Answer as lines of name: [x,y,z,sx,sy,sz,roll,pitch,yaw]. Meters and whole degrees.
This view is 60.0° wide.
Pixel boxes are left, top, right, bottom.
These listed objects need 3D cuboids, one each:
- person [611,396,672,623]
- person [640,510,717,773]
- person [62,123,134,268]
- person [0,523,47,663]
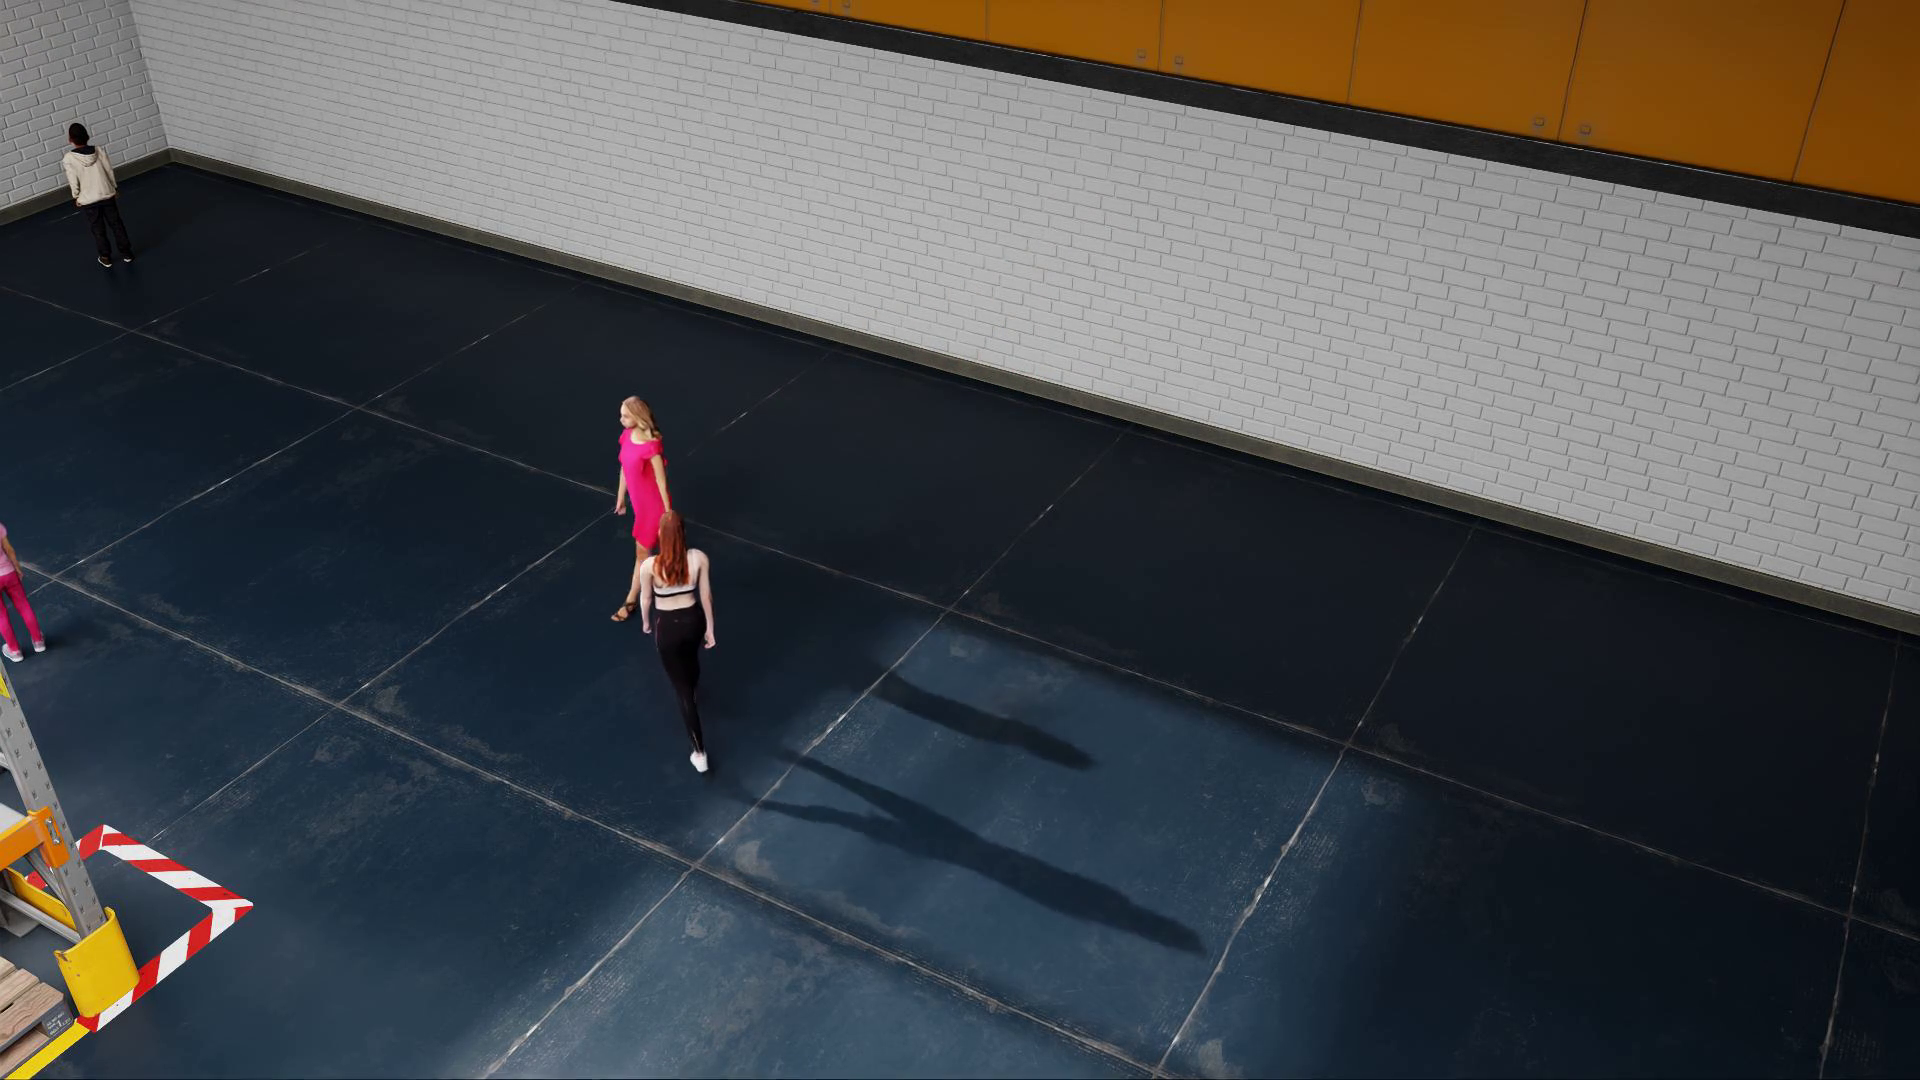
person: [-2.102,-0.279,11.697,1.039,1.698,0.811,-25,41,-32]
person: [-1.725,0.644,10.311,1.176,1.696,1.147,-12,35,-17]
person: [-8.683,-3.474,16.724,0.581,1.455,0.715,-23,40,-30]
person: [-6.538,0.250,11.288,0.524,1.270,0.609,-26,42,-34]
